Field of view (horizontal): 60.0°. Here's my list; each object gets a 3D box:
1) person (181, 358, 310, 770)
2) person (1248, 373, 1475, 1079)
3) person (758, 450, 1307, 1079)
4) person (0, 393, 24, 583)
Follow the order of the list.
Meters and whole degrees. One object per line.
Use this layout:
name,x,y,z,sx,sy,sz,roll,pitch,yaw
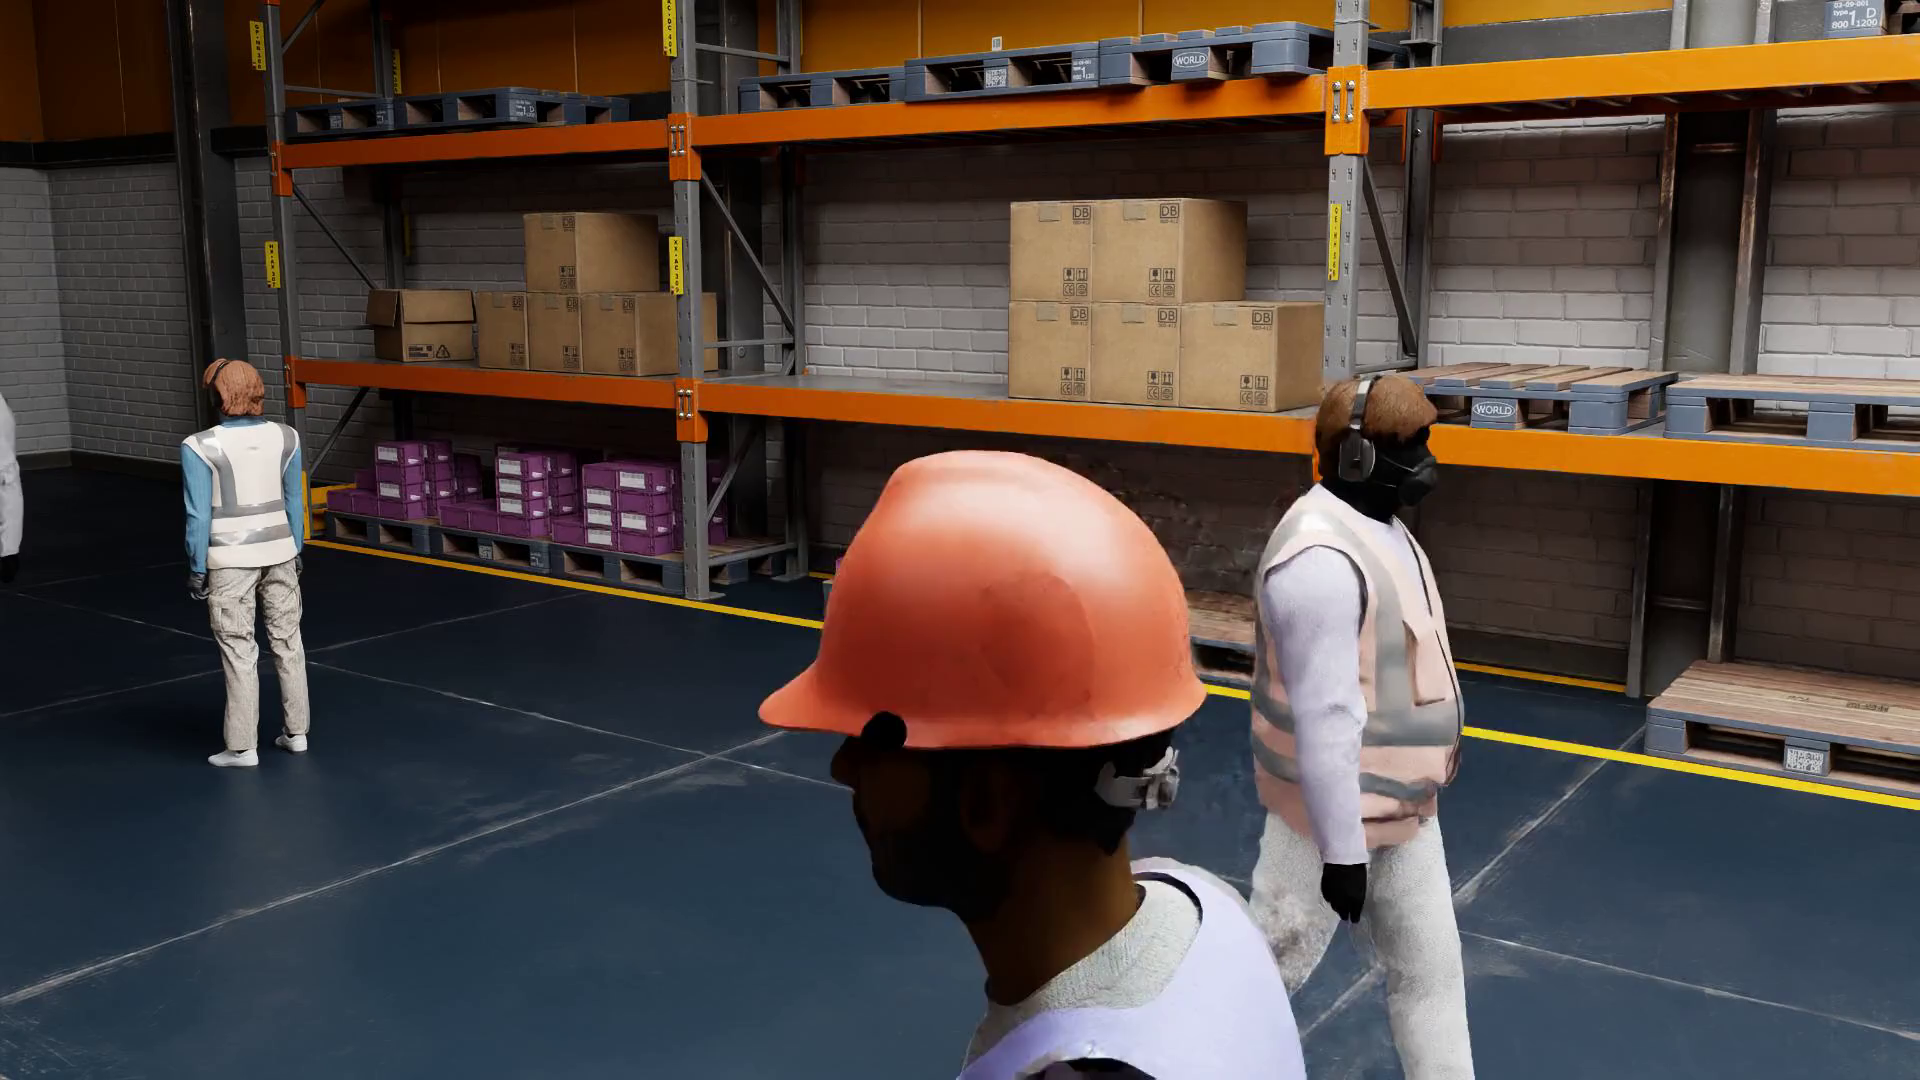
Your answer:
person,-2.840,0.098,6.647,0.307,1.641,0.514,6,11,33
person,0.787,0.541,3.570,0.955,1.809,0.628,6,11,30
person,0.195,0.882,1.206,0.911,1.906,0.538,4,10,23
person,-4.071,0.009,6.611,0.646,1.829,0.526,-5,11,-25
